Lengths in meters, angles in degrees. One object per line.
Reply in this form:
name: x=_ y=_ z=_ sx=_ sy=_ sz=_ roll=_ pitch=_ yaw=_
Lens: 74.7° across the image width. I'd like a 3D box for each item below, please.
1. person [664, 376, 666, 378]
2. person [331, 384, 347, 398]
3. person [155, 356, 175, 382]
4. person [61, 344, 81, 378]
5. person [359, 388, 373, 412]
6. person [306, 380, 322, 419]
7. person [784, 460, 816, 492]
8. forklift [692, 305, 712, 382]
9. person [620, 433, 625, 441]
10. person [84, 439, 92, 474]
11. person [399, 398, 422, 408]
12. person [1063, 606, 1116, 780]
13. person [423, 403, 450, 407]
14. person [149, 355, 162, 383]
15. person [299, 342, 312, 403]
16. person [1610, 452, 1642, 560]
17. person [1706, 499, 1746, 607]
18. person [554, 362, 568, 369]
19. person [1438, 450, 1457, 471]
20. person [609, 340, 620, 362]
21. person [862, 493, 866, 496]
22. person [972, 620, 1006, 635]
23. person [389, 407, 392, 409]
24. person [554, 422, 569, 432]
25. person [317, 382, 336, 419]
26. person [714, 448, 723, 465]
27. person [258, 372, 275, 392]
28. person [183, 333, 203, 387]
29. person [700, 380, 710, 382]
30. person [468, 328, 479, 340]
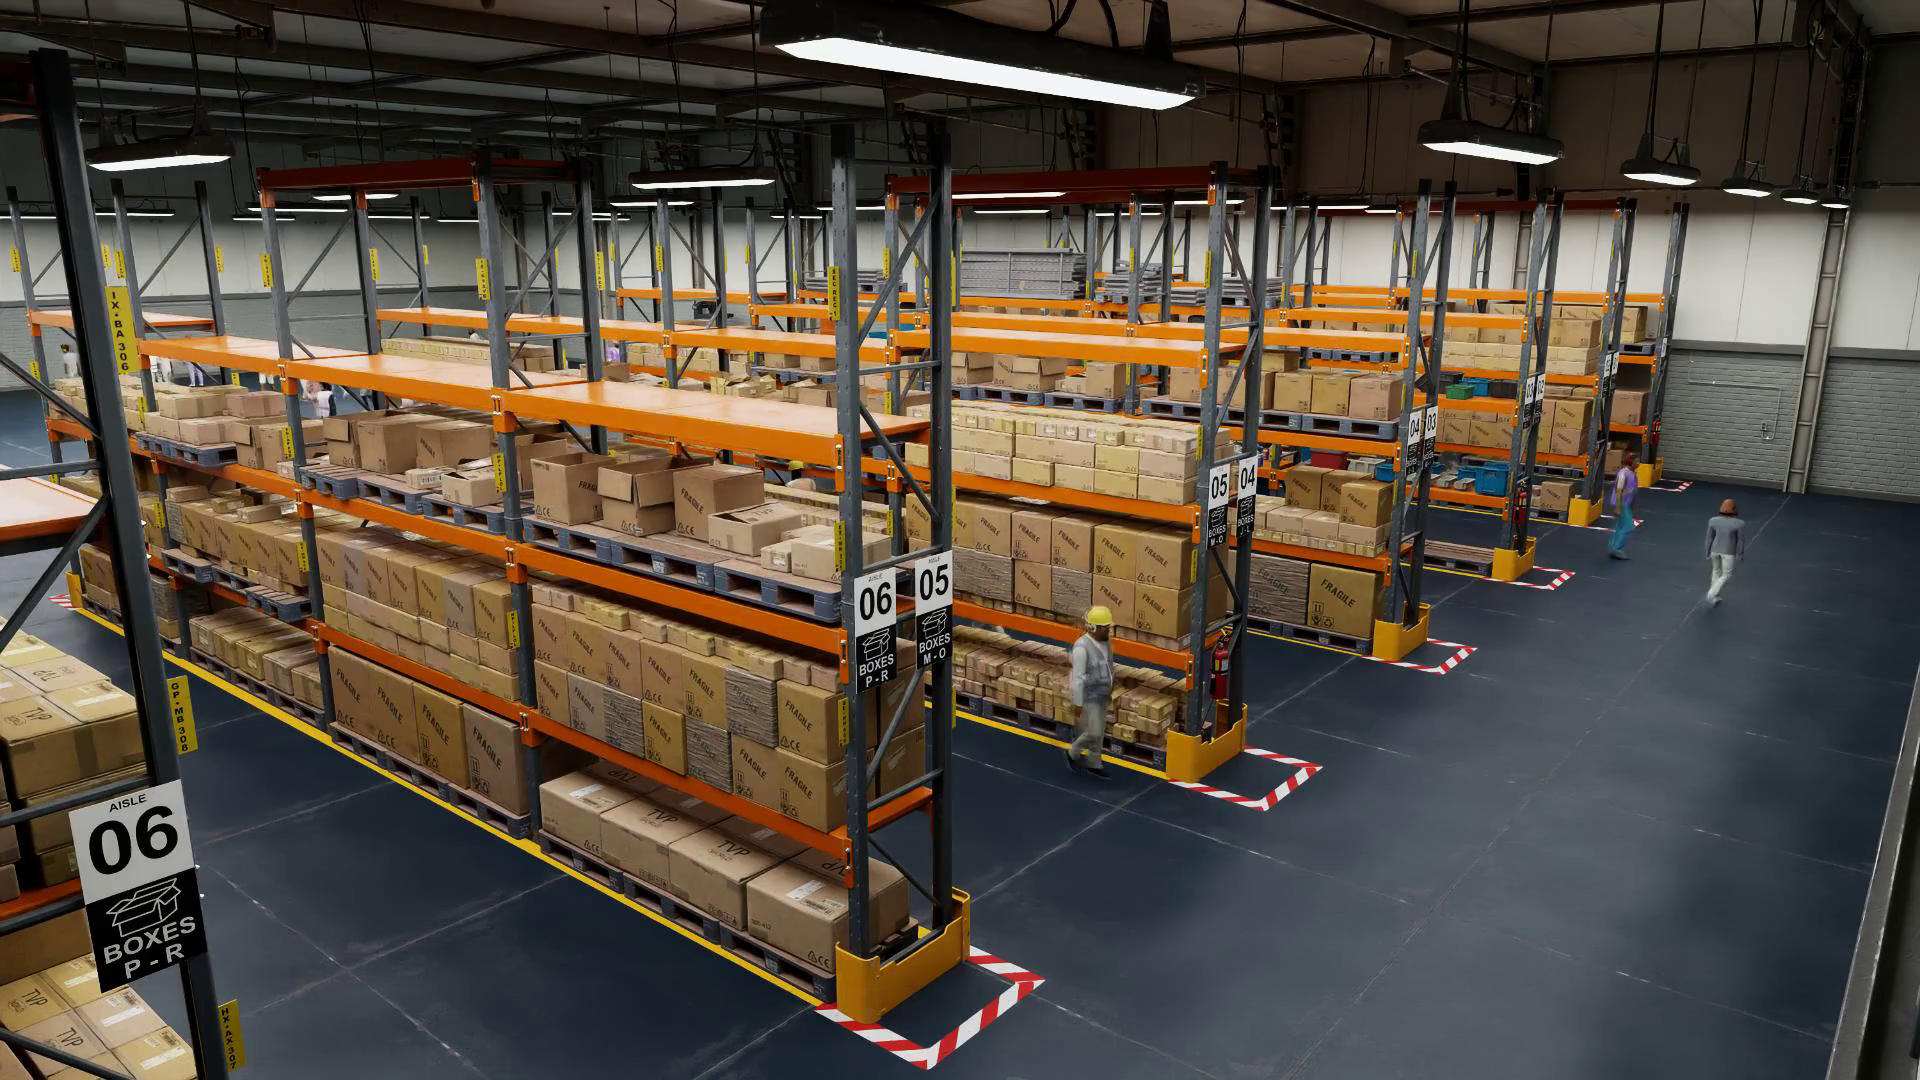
person: x=-9.432 y=-5.108 z=39.841 sx=0.403 sy=1.823 sz=0.586 roll=-8 pitch=16 yaw=-29
person: x=-20.746 y=-5.476 z=41.784 sx=0.607 sy=1.613 sz=0.513 roll=4 pitch=14 yaw=14
person: x=-26.390 y=-5.591 z=41.808 sx=0.473 sy=1.838 sz=0.543 roll=2 pitch=14 yaw=10
person: x=-29.324 y=-5.537 z=41.559 sx=0.380 sy=1.848 sz=0.529 roll=2 pitch=14 yaw=9
person: x=-18.106 y=-4.696 z=38.418 sx=0.473 sy=1.684 sz=0.548 roll=7 pitch=15 yaw=27
person: x=-18.227 y=-4.103 z=35.549 sx=0.404 sy=1.902 sz=0.636 roll=-6 pitch=15 yaw=-24
person: x=-2.552 y=-0.374 z=20.283 sx=0.590 sy=1.876 sz=0.988 roll=-13 pitch=19 yaw=-43
forklift: x=-9.511 y=-7.392 z=47.124 sx=1.873 sy=2.768 sz=1.129 roll=11 pitch=17 yaw=38
person: x=-7.100 y=-2.041 z=27.173 sx=0.689 sy=1.845 sz=0.494 roll=0 pitch=14 yaw=-2
person: x=-19.410 y=-2.296 z=28.240 sx=0.625 sy=1.844 sz=0.429 roll=3 pitch=14 yaw=14
person: x=-14.375 y=-3.430 z=32.799 sx=0.668 sy=1.889 sz=0.630 roll=-6 pitch=15 yaw=-23
person: x=1.335 y=1.527 z=12.561 sx=0.428 sy=1.816 sz=0.613 roll=10 pitch=17 yaw=36
person: x=-12.402 y=-2.757 z=29.989 sx=0.642 sy=1.913 sz=0.410 roll=-11 pitch=18 yaw=-39
person: x=-27.228 y=-5.674 z=42.548 sx=0.315 sy=1.641 sz=0.515 roll=13 pitch=19 yaw=42
person: x=-21.388 y=-5.469 z=41.061 sx=0.978 sy=1.958 sz=0.609 roll=9 pitch=16 yaw=33
person: x=11.211 y=-0.566 z=21.134 sx=0.531 sy=1.828 sz=0.595 roll=12 pitch=18 yaw=41
person: x=11.169 y=0.193 z=18.469 sx=0.627 sy=1.611 sz=0.509 roll=-9 pitch=16 yaw=-33
person: x=-12.424 y=-4.928 z=39.152 sx=0.525 sy=1.797 sz=0.940 roll=-2 pitch=14 yaw=-9
person: x=10.673 y=-2.110 z=27.310 sx=0.468 sy=1.918 sz=0.642 roll=12 pitch=18 yaw=40
person: x=-11.712 y=-5.989 z=43.321 sx=0.957 sy=1.888 sz=0.569 roll=10 pitch=17 yaw=36
person: x=-2.227 y=-1.816 z=26.141 sx=0.368 sy=1.935 sz=0.656 roll=4 pitch=14 yaw=17
person: x=0.350 y=0.637 z=16.195 sx=0.976 sy=1.838 sz=0.593 roll=10 pitch=17 yaw=36
person: x=-15.627 y=-3.835 z=34.492 sx=0.783 sy=1.891 sz=0.619 roll=2 pitch=14 yaw=7
person: x=-8.932 y=-2.364 z=28.194 sx=0.383 sy=1.993 sz=0.622 roll=6 pitch=15 yaw=25
person: x=-15.652 y=-3.068 z=31.265 sx=0.613 sy=1.908 sz=0.440 roll=8 pitch=16 yaw=31
person: x=-4.312 y=-0.881 z=22.846 sx=0.315 sy=1.636 sz=0.515 roll=10 pitch=17 yaw=37
person: x=-22.592 y=-5.421 z=41.003 sx=0.550 sy=1.900 sz=0.971 roll=-3 pitch=14 yaw=-11
person: x=-27.618 y=-6.468 z=45.279 sx=0.400 sy=1.902 sz=0.643 roll=10 pitch=17 yaw=34
person: x=-7.413 y=-4.544 z=37.382 sx=0.885 sy=1.887 sz=0.584 roll=3 pitch=14 yaw=13
person: x=-19.099 y=-7.413 z=49.379 sx=0.845 sy=1.799 sz=0.628 roll=-2 pitch=14 yaw=-10
